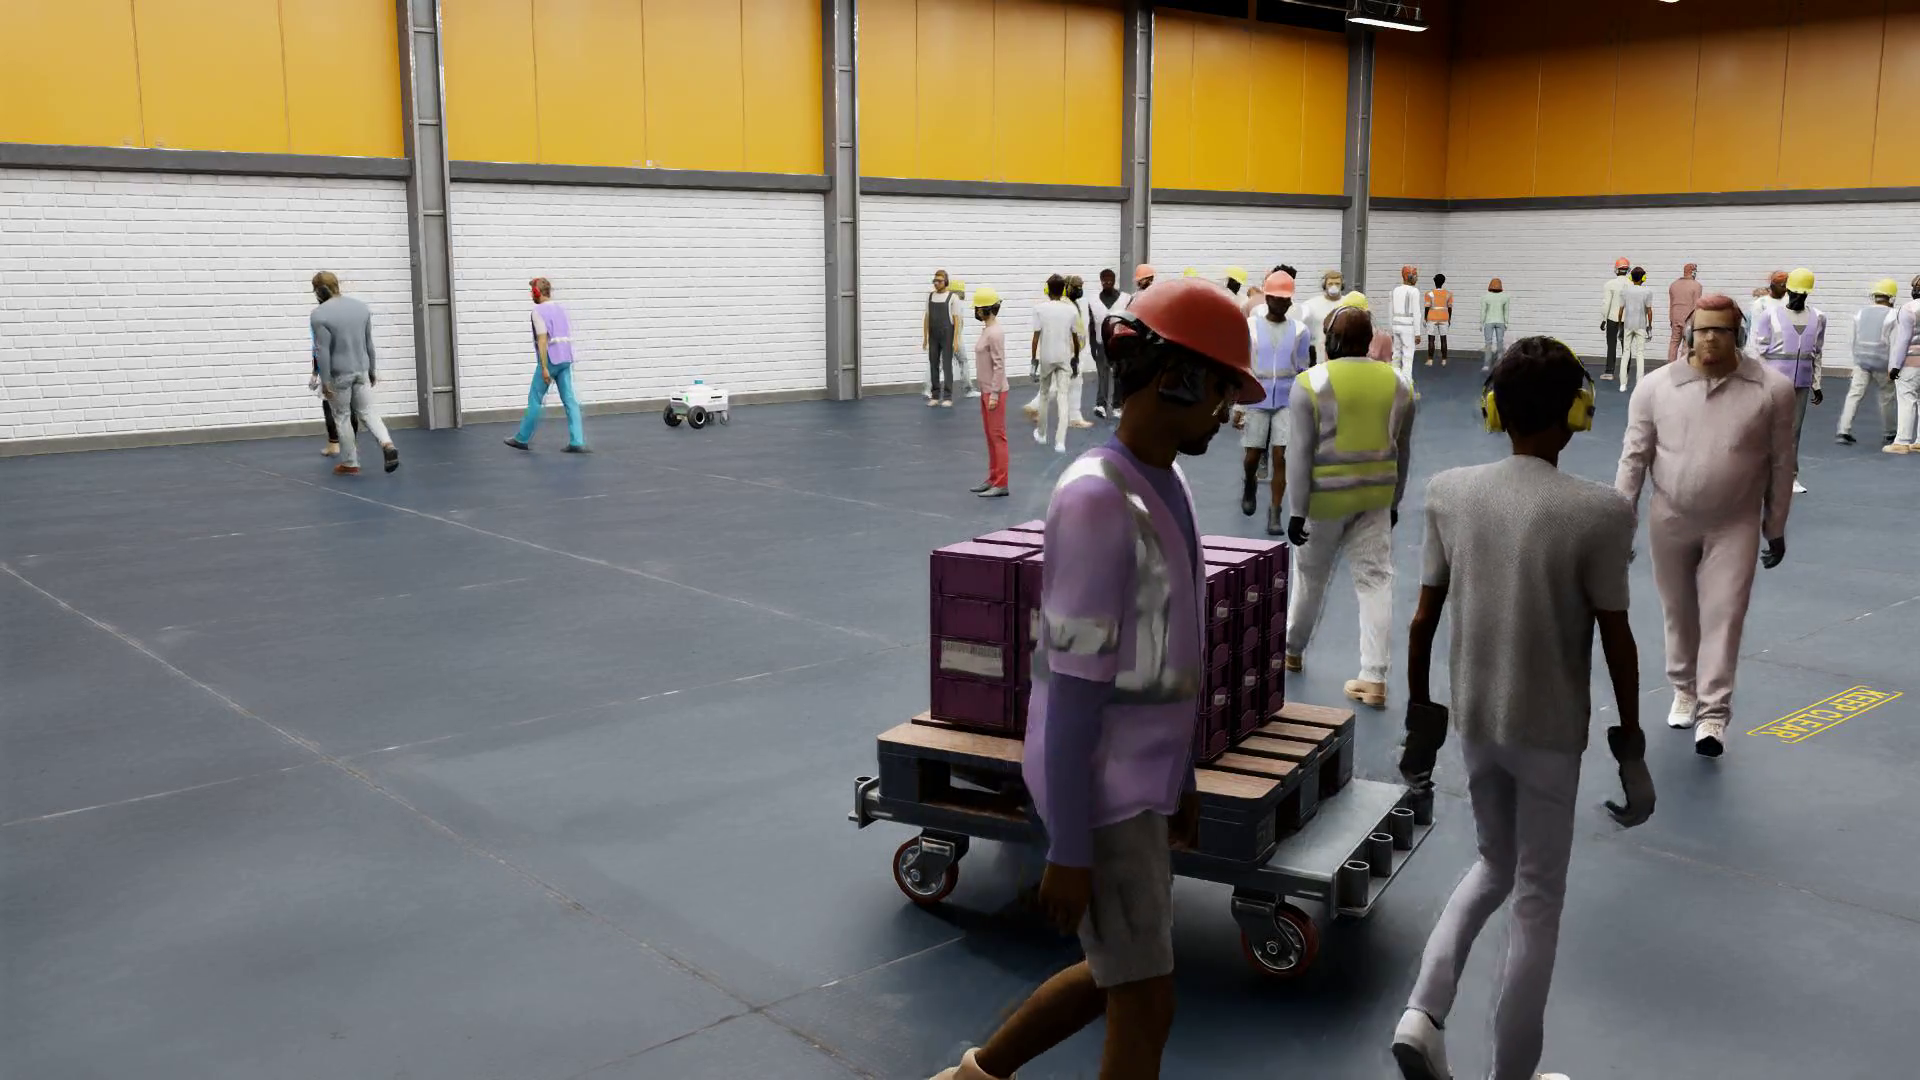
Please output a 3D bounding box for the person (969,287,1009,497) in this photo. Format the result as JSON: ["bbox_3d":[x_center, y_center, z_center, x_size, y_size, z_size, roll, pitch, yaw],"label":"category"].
[{"bbox_3d":[0.245,-1.243,14.025,0.329,1.765,0.527,-1,10,-8],"label":"person"}]

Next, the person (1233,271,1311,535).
[{"bbox_3d":[2.283,-1.018,12.249,0.565,1.920,0.674,0,10,3],"label":"person"}]

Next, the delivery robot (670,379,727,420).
[{"bbox_3d":[-3.100,-1.668,19.774,0.477,0.478,0.707,7,12,37],"label":"delivery robot"}]

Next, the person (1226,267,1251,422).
[{"bbox_3d":[3.208,-2.323,20.010,0.693,1.886,0.372,3,10,16],"label":"person"}]

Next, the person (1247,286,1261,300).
[{"bbox_3d":[4.005,-2.648,22.678,0.516,1.616,0.420,1,10,5],"label":"person"}]

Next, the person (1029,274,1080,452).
[{"bbox_3d":[0.982,-1.859,17.449,0.551,1.827,0.942,-1,10,-3],"label":"person"}]

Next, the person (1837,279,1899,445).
[{"bbox_3d":[9.831,-1.901,17.864,0.984,1.781,0.604,-6,11,-31],"label":"person"}]

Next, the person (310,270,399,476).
[{"bbox_3d":[-5.527,-1.500,15.121,0.710,1.898,0.687,6,12,33],"label":"person"}]

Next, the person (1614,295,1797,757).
[{"bbox_3d":[3.031,-0.063,6.836,0.667,1.854,0.986,5,11,28],"label":"person"}]

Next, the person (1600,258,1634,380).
[{"bbox_3d":[10.821,-3.626,27.303,0.622,1.993,0.382,-1,10,-7],"label":"person"}]

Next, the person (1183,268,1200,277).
[{"bbox_3d":[3.681,-3.401,26.483,0.404,1.826,0.587,1,10,5],"label":"person"}]

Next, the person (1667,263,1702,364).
[{"bbox_3d":[12.374,-3.752,28.332,0.402,1.903,0.643,-5,11,-26],"label":"person"}]

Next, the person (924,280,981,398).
[{"bbox_3d":[-0.121,-2.855,23.682,0.930,1.691,0.495,-7,12,-37],"label":"person"}]

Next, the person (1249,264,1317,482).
[{"bbox_3d":[2.872,-1.461,14.761,0.620,1.951,0.475,-1,10,-3],"label":"person"}]

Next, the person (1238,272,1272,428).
[{"bbox_3d":[3.647,-2.239,19.650,1.000,1.847,0.663,-8,12,-37],"label":"person"}]

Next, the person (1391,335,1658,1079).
[{"bbox_3d":[1.291,0.462,3.820,0.446,1.851,0.540,-8,12,-38],"label":"person"}]

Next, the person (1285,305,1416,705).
[{"bbox_3d":[1.766,-0.185,7.739,0.651,1.790,0.976,-2,10,-12],"label":"person"}]

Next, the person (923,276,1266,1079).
[{"bbox_3d":[0.248,0.482,3.298,0.788,1.998,0.671,4,10,20],"label":"person"}]

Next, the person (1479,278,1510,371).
[{"bbox_3d":[9.438,-3.804,29.397,0.500,1.633,0.286,1,10,7],"label":"person"}]

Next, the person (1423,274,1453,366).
[{"bbox_3d":[8.777,-4.035,30.567,0.540,1.695,0.316,0,10,-1],"label":"person"}]

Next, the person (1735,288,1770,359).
[{"bbox_3d":[10.416,-2.500,21.859,0.520,1.603,0.822,-5,11,-26],"label":"person"}]

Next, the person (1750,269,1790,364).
[{"bbox_3d":[9.311,-2.154,19.039,0.626,1.869,0.417,-2,10,-12],"label":"person"}]

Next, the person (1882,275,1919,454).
[{"bbox_3d":[9.807,-1.800,17.062,0.633,1.842,0.429,-3,10,-18],"label":"person"}]

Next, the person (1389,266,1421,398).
[{"bbox_3d":[6.371,-2.970,23.784,0.356,1.885,0.573,-5,11,-26],"label":"person"}]

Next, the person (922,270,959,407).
[{"bbox_3d":[-0.255,-2.698,22.379,0.519,1.848,0.490,4,11,23],"label":"person"}]

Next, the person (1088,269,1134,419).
[{"bbox_3d":[1.861,-2.416,20.619,0.611,1.853,1.035,2,10,12],"label":"person"}]

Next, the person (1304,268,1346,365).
[{"bbox_3d":[3.850,-1.876,17.359,0.635,1.911,0.967,2,10,9],"label":"person"}]

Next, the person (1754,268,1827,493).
[{"bbox_3d":[7.092,-1.353,14.223,0.585,1.917,0.382,0,10,0],"label":"person"}]

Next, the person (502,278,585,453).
[{"bbox_3d":[-4.292,-1.797,17.163,0.980,1.787,0.564,4,11,23],"label":"person"}]

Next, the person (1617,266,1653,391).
[{"bbox_3d":[10.087,-3.143,24.838,0.508,1.873,0.329,7,12,36],"label":"person"}]

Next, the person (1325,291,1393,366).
[{"bbox_3d":[3.081,-1.037,12.839,0.537,1.749,0.393,1,10,7],"label":"person"}]

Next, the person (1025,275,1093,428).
[{"bbox_3d":[1.176,-2.215,19.589,0.696,1.816,0.659,3,10,19],"label":"person"}]

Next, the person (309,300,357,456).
[{"bbox_3d":[-6.302,-1.687,16.878,0.328,1.687,0.562,9,13,41],"label":"person"}]

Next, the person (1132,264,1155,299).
[{"bbox_3d":[2.342,-2.523,21.069,0.586,1.910,0.703,8,13,40],"label":"person"}]
